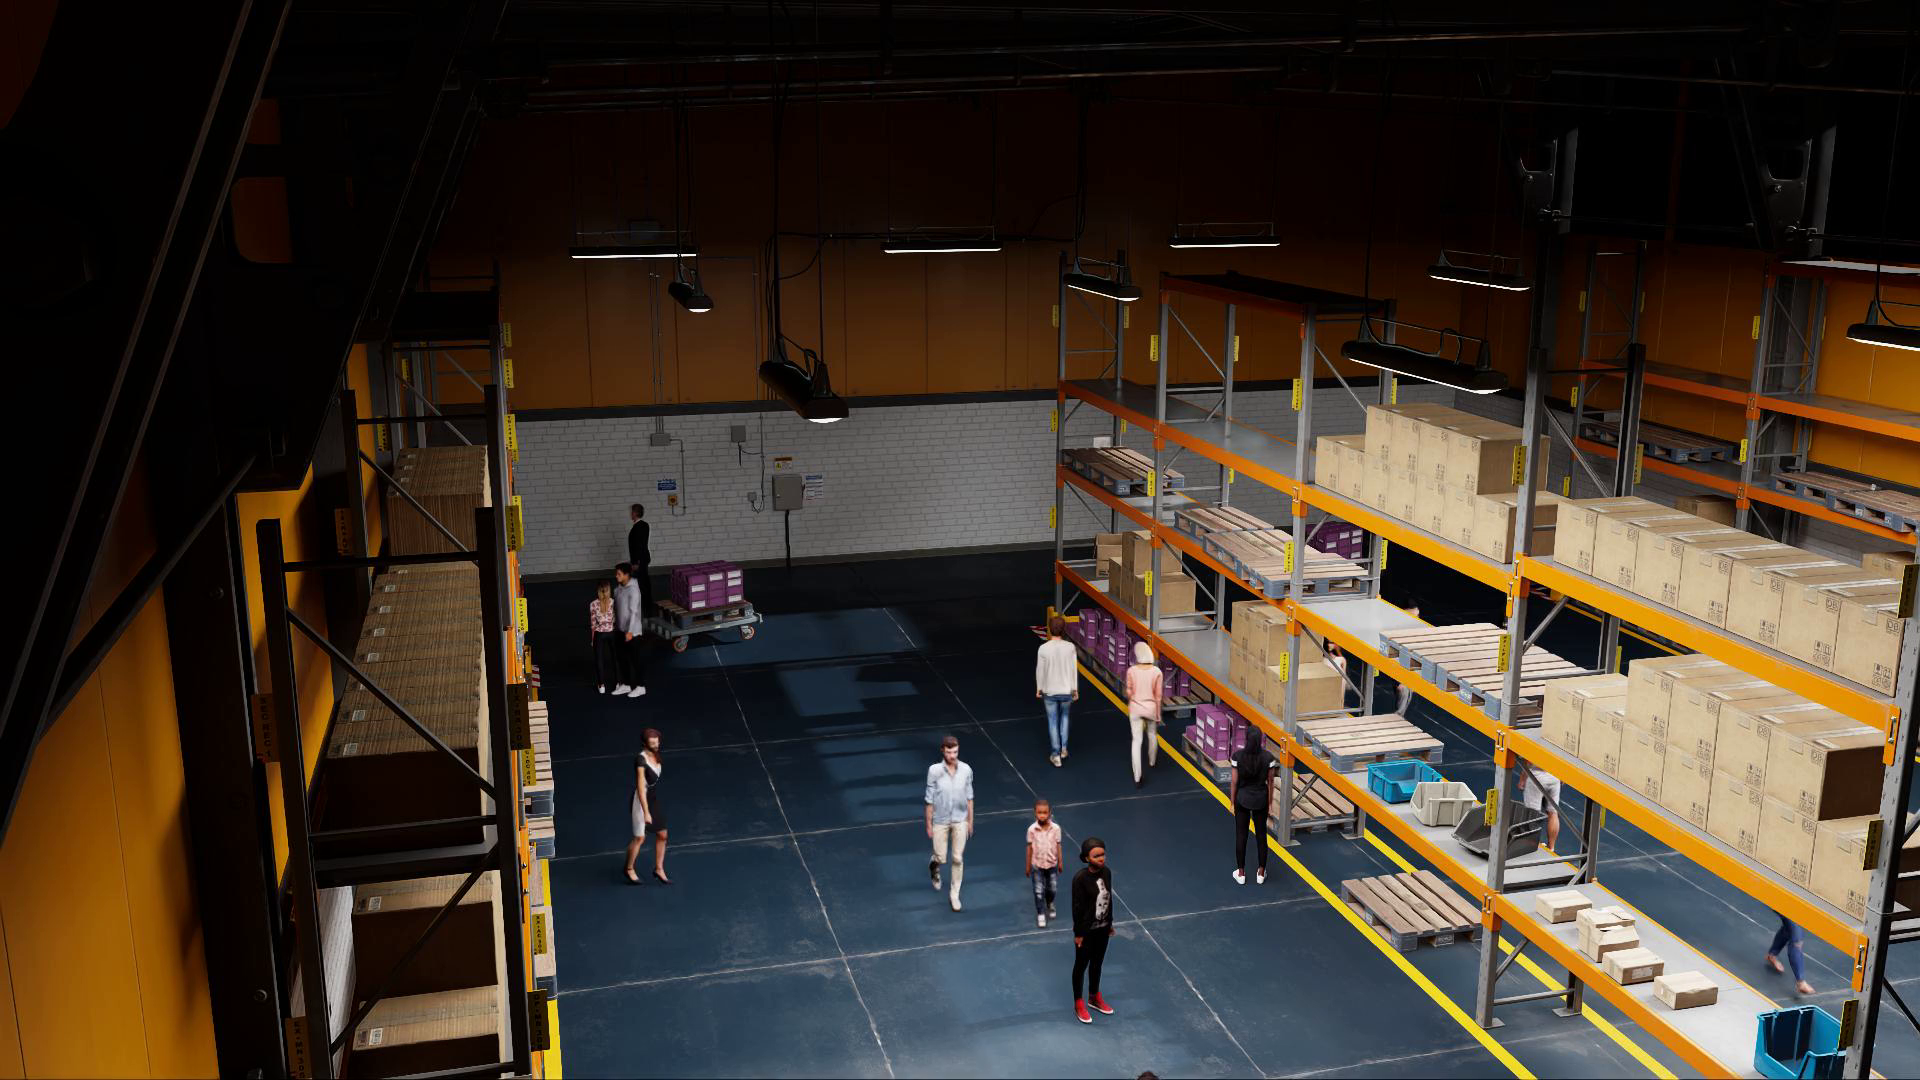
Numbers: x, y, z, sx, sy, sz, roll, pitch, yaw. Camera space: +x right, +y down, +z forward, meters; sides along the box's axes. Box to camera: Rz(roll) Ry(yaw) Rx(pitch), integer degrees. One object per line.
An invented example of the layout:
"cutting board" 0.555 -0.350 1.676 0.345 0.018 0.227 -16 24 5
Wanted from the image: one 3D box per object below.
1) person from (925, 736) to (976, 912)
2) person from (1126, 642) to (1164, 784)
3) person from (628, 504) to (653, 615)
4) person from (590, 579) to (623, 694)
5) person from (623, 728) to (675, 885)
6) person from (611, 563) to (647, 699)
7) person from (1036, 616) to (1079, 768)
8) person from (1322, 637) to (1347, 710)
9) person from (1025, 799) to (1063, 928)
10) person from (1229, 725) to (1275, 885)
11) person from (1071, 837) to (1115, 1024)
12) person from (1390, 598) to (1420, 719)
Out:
"person" -0.119 2.820 16.881 0.640 1.830 0.786 -4 14 -15
"person" 2.207 2.118 20.131 0.885 1.666 1.215 2 14 8
"person" -5.257 0.296 27.343 0.831 1.814 0.659 1 14 5
"person" -4.986 1.340 23.414 0.575 1.632 0.504 -4 14 -17
"person" -3.322 2.768 17.242 0.879 1.762 0.854 3 14 10
"person" -4.576 1.239 23.219 0.788 1.921 0.878 12 18 40
"person" 1.224 1.901 20.560 0.723 1.887 0.733 -1 14 -5
"person" 4.566 1.966 20.647 0.654 1.719 0.691 6 15 22
"person" 0.837 3.175 16.540 0.598 1.301 0.659 0 14 -1
"person" 3.047 2.751 17.383 0.679 1.728 0.674 1 14 3
"person" 1.164 3.421 14.730 0.668 1.674 0.657 -10 17 -34
"person" 5.649 1.701 21.262 0.991 1.945 0.920 13 19 43
